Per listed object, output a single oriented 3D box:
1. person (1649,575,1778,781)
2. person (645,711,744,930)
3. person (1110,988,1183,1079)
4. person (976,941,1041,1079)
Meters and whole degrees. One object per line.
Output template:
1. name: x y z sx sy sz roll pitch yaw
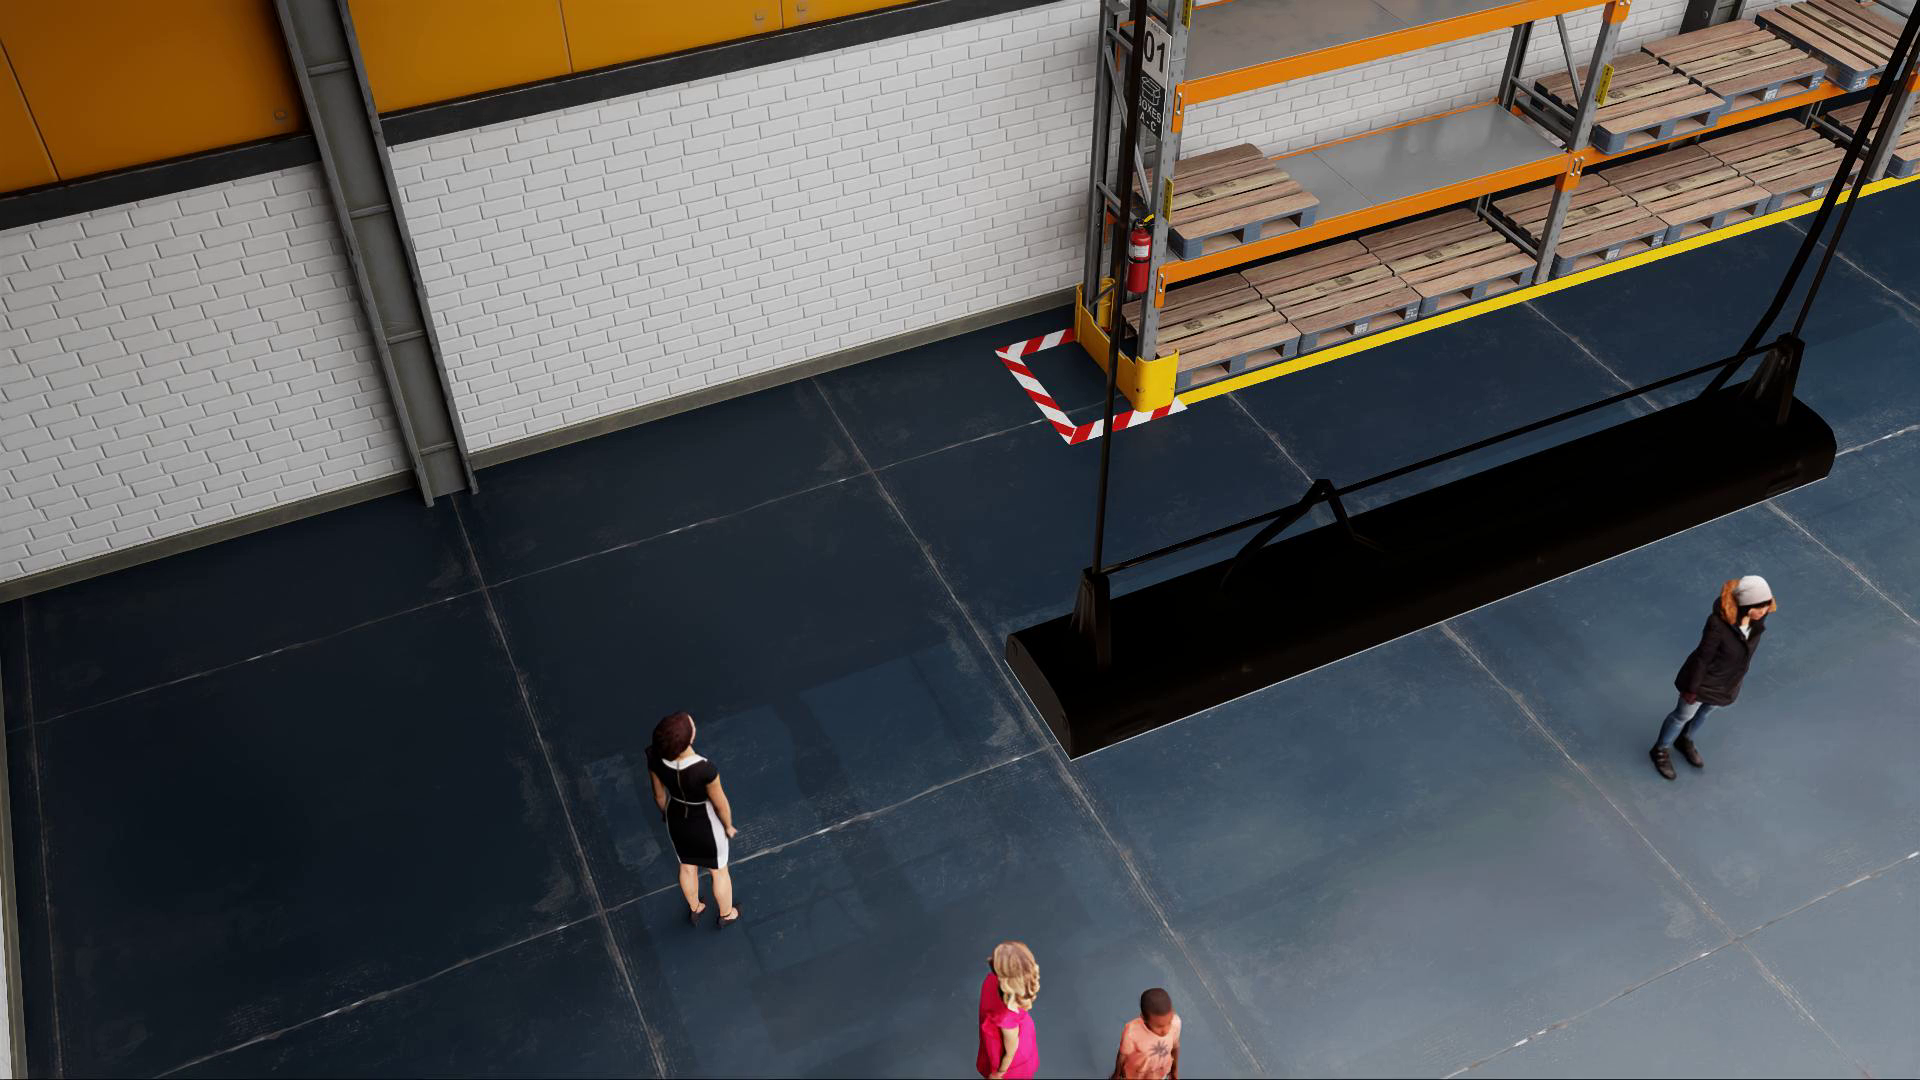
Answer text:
1. person: 4.617 0.810 10.206 0.522 1.633 0.680 -16 46 -17
2. person: -1.469 1.590 9.270 0.626 1.795 0.703 11 45 12
3. person: 0.920 2.638 8.529 0.505 1.300 0.603 -10 45 -11
4. person: 0.255 2.518 8.345 0.695 1.728 0.665 5 44 5
